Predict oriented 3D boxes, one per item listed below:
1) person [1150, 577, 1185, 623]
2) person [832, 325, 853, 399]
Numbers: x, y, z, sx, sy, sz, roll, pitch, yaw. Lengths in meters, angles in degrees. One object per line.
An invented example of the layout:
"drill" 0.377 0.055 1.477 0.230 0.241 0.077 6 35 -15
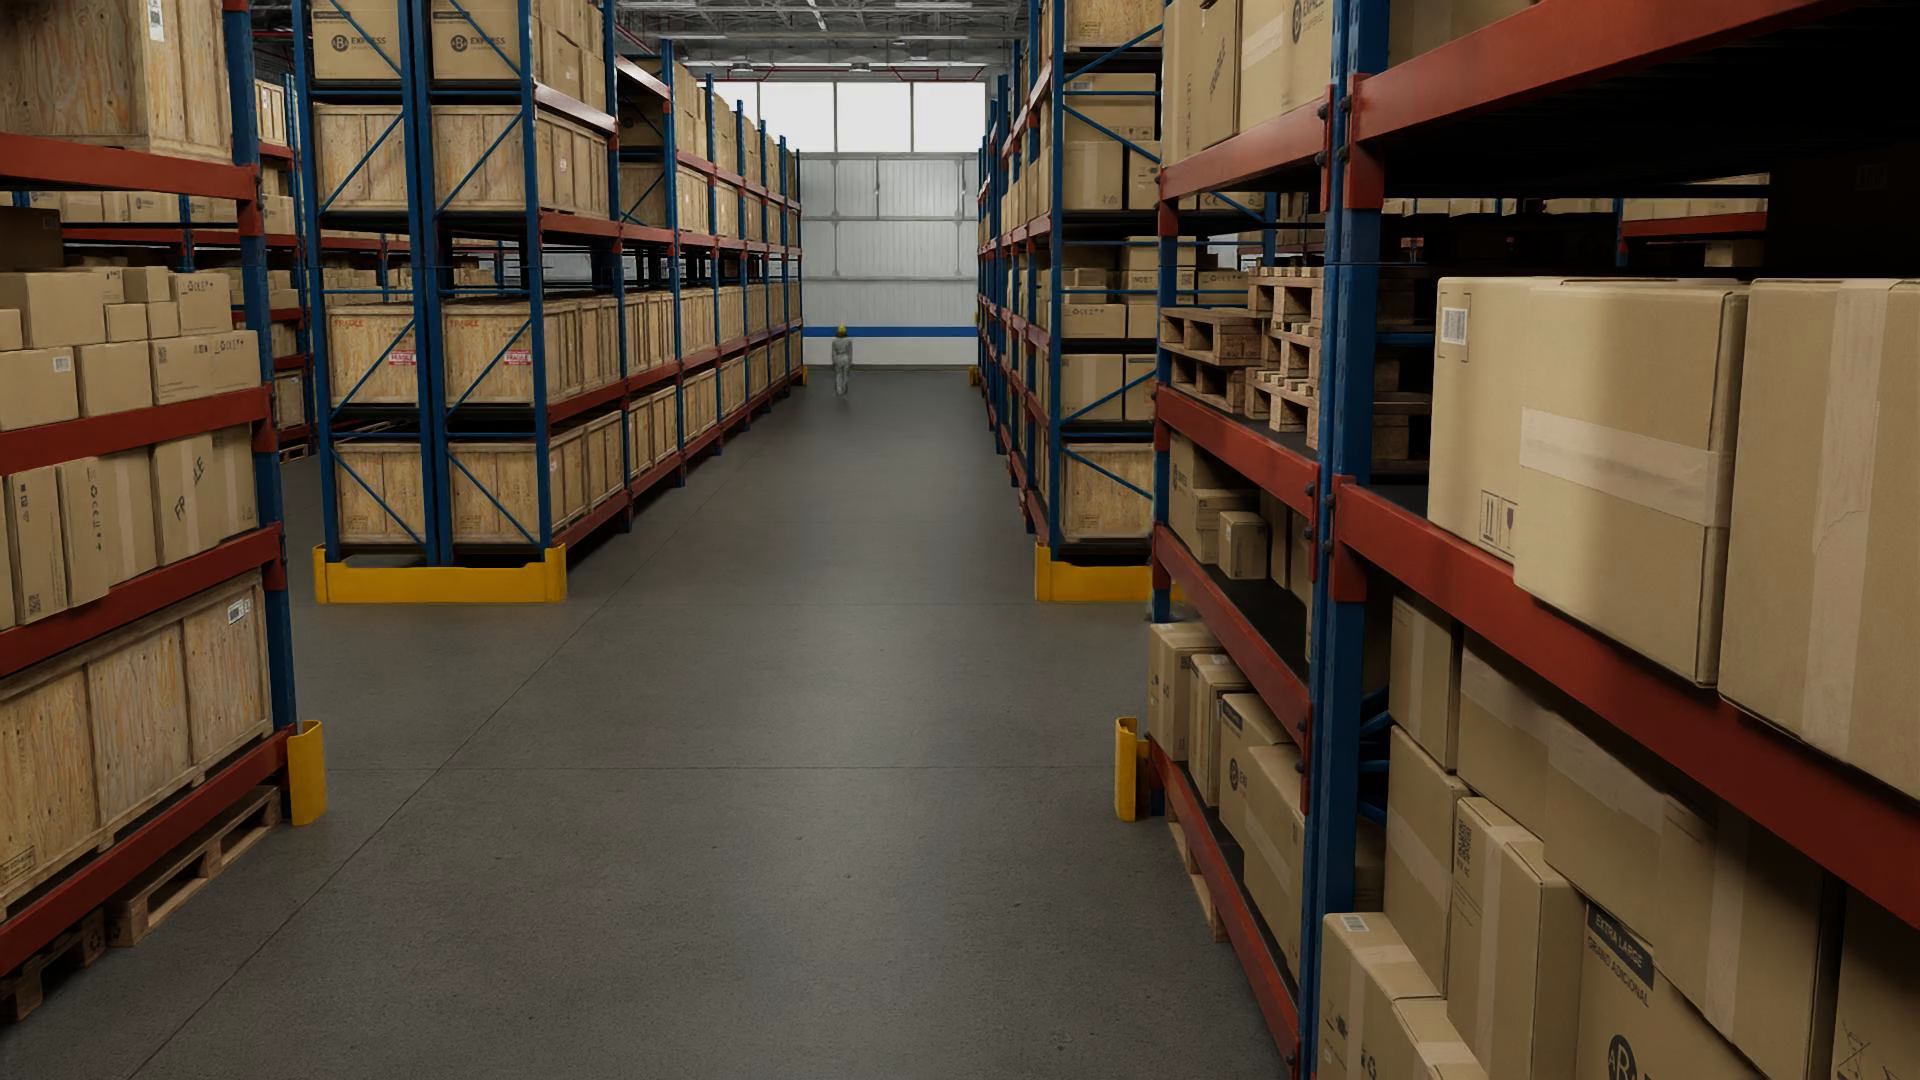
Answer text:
"person" 2.087 -0.171 14.232 0.968 1.794 0.593 1 9 5
"person" -2.767 -4.174 39.014 0.493 1.718 0.741 -1 9 -6
